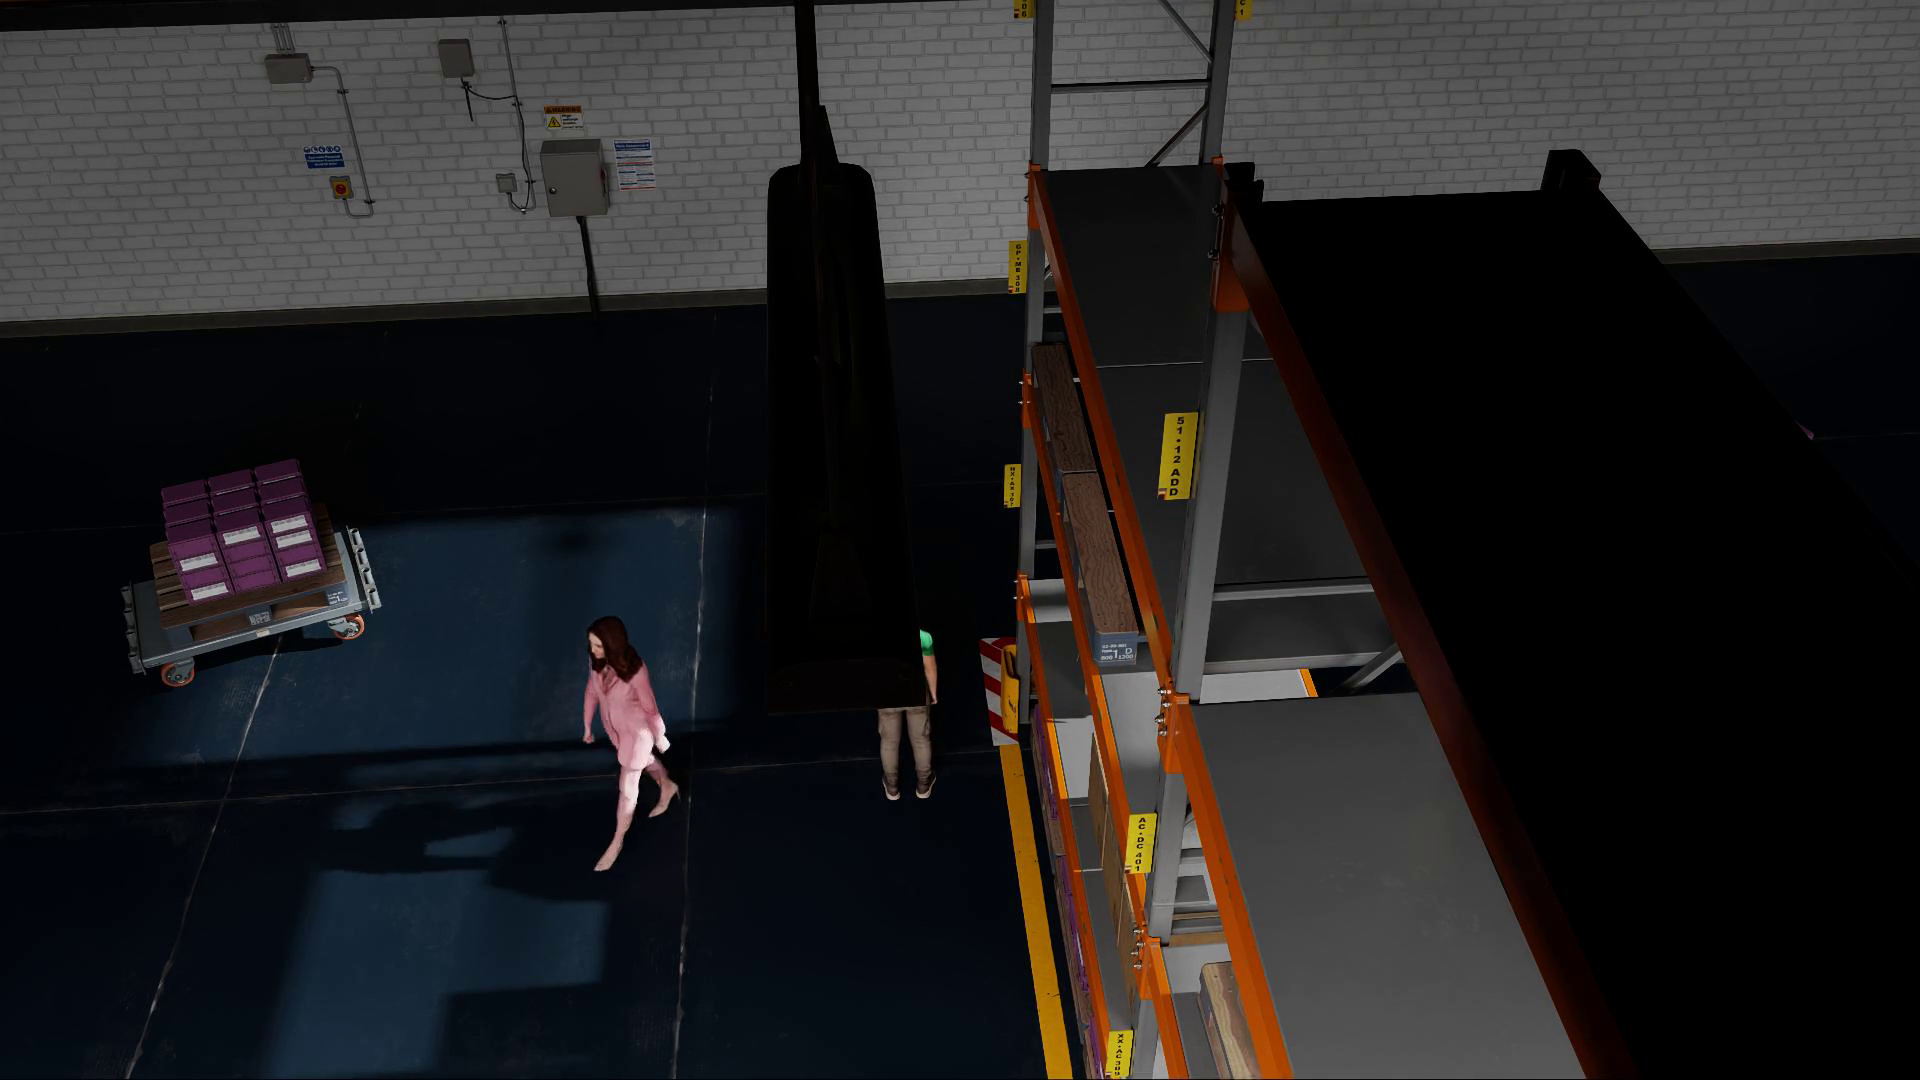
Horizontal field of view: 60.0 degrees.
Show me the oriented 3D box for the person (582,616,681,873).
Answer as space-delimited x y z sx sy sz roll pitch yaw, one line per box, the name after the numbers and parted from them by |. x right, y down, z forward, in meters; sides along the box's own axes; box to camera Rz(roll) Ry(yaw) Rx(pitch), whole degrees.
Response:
-1.931 1.099 10.062 1.056 1.763 1.156 23 44 26 | person

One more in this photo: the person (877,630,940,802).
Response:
-0.348 0.968 10.316 0.583 1.651 0.532 -1 39 -1 | person
